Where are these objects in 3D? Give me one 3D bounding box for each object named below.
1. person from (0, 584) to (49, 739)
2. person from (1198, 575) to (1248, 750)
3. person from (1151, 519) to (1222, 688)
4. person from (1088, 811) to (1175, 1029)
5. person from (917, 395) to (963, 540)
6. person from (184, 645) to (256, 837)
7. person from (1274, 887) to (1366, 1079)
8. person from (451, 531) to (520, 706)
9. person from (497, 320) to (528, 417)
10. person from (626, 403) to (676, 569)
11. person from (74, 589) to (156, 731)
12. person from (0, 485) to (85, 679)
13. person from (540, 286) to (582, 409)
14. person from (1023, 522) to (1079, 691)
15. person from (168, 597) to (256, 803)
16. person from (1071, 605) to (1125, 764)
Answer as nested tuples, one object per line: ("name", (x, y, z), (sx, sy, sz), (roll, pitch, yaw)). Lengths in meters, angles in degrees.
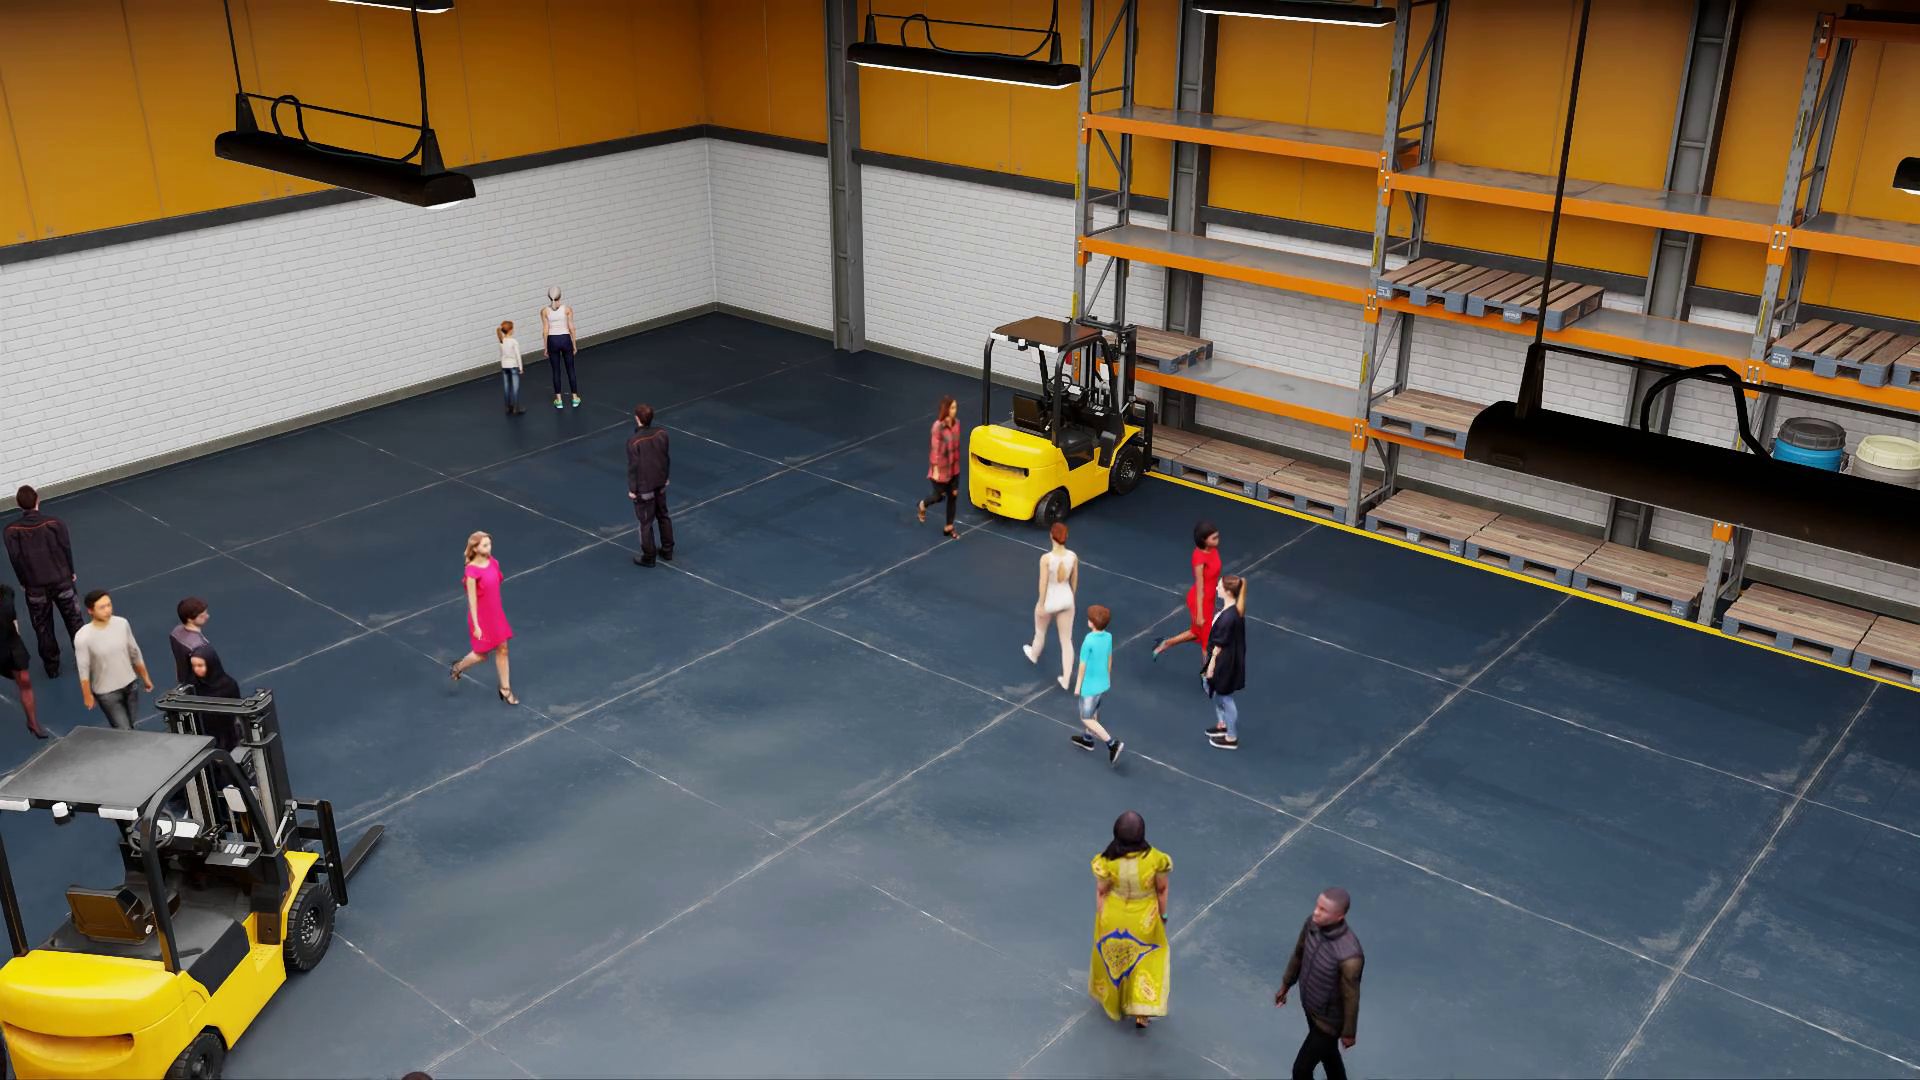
("person", (-8.542, 0.965, 14.704), (1.151, 1.663, 0.786), (12, 26, 25))
("person", (2.398, 1.081, 14.424), (0.788, 1.674, 0.720), (10, 25, 21))
("person", (2.167, 0.607, 15.452), (1.041, 1.720, 0.742), (11, 26, 23))
("person", (1.140, 2.571, 11.049), (1.011, 1.648, 1.043), (2, 24, 4))
("person", (-0.226, -0.832, 18.787), (0.670, 1.685, 0.865), (-21, 31, -39))
("person", (-5.953, 1.537, 13.451), (0.904, 1.619, 0.956), (-1, 24, -2))
("person", (2.313, 2.873, 10.154), (1.027, 1.811, 0.983), (-5, 24, -11))
("person", (-4.416, 0.715, 15.229), (0.998, 1.700, 0.727), (10, 26, 22))
("person", (-6.156, -2.356, 22.738), (0.488, 1.313, 0.589), (8, 25, 18))
("person", (-3.373, -0.606, 18.078), (0.541, 1.839, 0.712), (19, 30, 36))
("person", (-7.149, 1.221, 13.949), (0.894, 1.797, 0.770), (11, 26, 24))
("person", (-8.627, 0.375, 15.735), (0.771, 1.918, 0.746), (-11, 26, -24))
("person", (-5.531, -2.678, 22.990), (0.685, 1.701, 0.715), (-6, 24, -14))
("person", (0.936, 0.645, 15.501), (0.899, 1.611, 1.074), (-8, 25, -18))
("person", (-6.311, 1.351, 13.665), (1.134, 1.788, 0.849), (22, 32, 40))
("person", (1.200, 1.248, 14.340), (0.836, 1.435, 0.529), (20, 31, 38))
